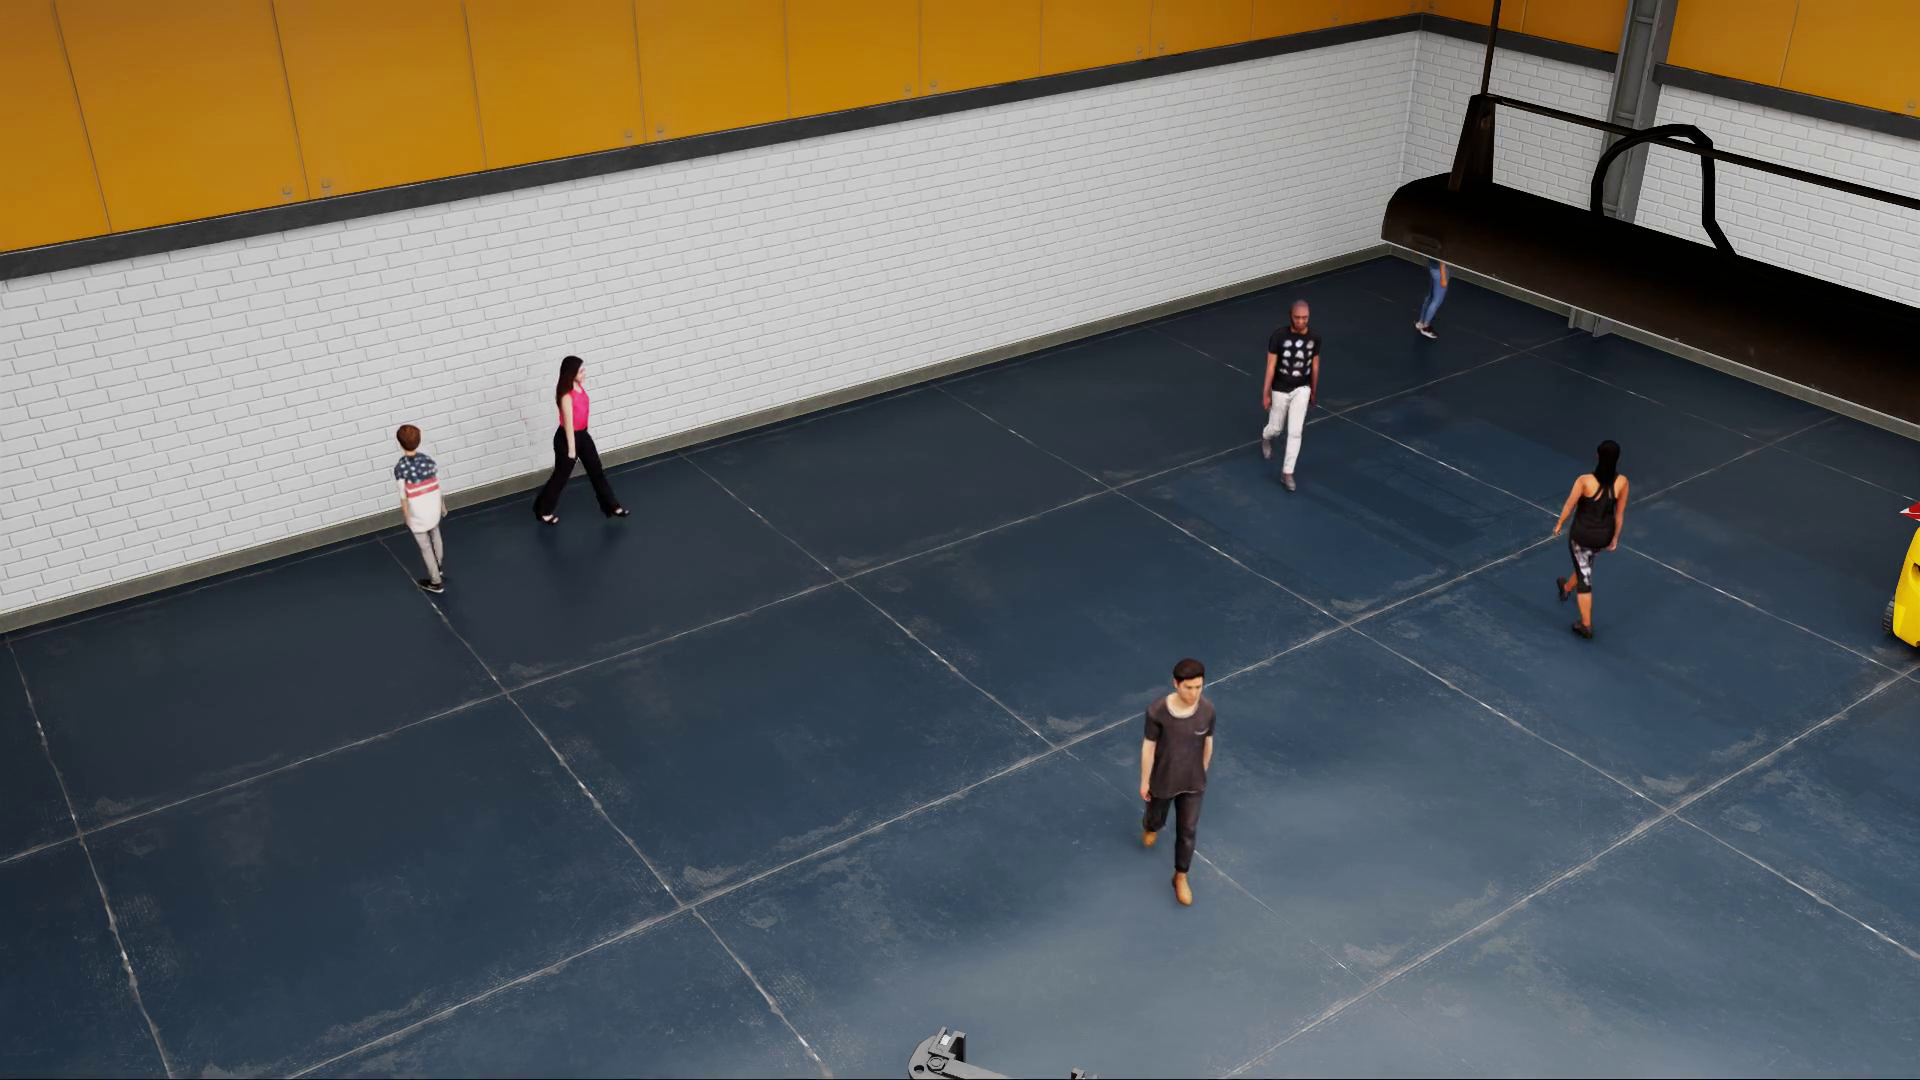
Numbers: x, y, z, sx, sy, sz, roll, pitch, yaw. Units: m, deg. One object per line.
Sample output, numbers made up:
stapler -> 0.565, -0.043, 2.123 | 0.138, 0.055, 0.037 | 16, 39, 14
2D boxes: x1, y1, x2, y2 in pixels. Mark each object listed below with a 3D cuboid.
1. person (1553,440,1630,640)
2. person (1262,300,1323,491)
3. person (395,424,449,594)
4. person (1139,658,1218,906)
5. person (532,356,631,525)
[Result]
person -> 5.006, 0.008, 13.135 | 0.950, 1.627, 1.132 | -2, 29, -3
person -> 3.086, -1.414, 15.582 | 1.033, 1.782, 1.171 | 0, 29, 1
person -> -4.441, -0.252, 13.832 | 0.754, 1.418, 0.588 | 23, 36, 35
person -> 1.332, 1.433, 10.456 | 0.925, 1.692, 1.071 | -2, 29, -4
person -> -3.493, -0.850, 14.729 | 1.086, 1.608, 1.075 | 3, 29, 5
